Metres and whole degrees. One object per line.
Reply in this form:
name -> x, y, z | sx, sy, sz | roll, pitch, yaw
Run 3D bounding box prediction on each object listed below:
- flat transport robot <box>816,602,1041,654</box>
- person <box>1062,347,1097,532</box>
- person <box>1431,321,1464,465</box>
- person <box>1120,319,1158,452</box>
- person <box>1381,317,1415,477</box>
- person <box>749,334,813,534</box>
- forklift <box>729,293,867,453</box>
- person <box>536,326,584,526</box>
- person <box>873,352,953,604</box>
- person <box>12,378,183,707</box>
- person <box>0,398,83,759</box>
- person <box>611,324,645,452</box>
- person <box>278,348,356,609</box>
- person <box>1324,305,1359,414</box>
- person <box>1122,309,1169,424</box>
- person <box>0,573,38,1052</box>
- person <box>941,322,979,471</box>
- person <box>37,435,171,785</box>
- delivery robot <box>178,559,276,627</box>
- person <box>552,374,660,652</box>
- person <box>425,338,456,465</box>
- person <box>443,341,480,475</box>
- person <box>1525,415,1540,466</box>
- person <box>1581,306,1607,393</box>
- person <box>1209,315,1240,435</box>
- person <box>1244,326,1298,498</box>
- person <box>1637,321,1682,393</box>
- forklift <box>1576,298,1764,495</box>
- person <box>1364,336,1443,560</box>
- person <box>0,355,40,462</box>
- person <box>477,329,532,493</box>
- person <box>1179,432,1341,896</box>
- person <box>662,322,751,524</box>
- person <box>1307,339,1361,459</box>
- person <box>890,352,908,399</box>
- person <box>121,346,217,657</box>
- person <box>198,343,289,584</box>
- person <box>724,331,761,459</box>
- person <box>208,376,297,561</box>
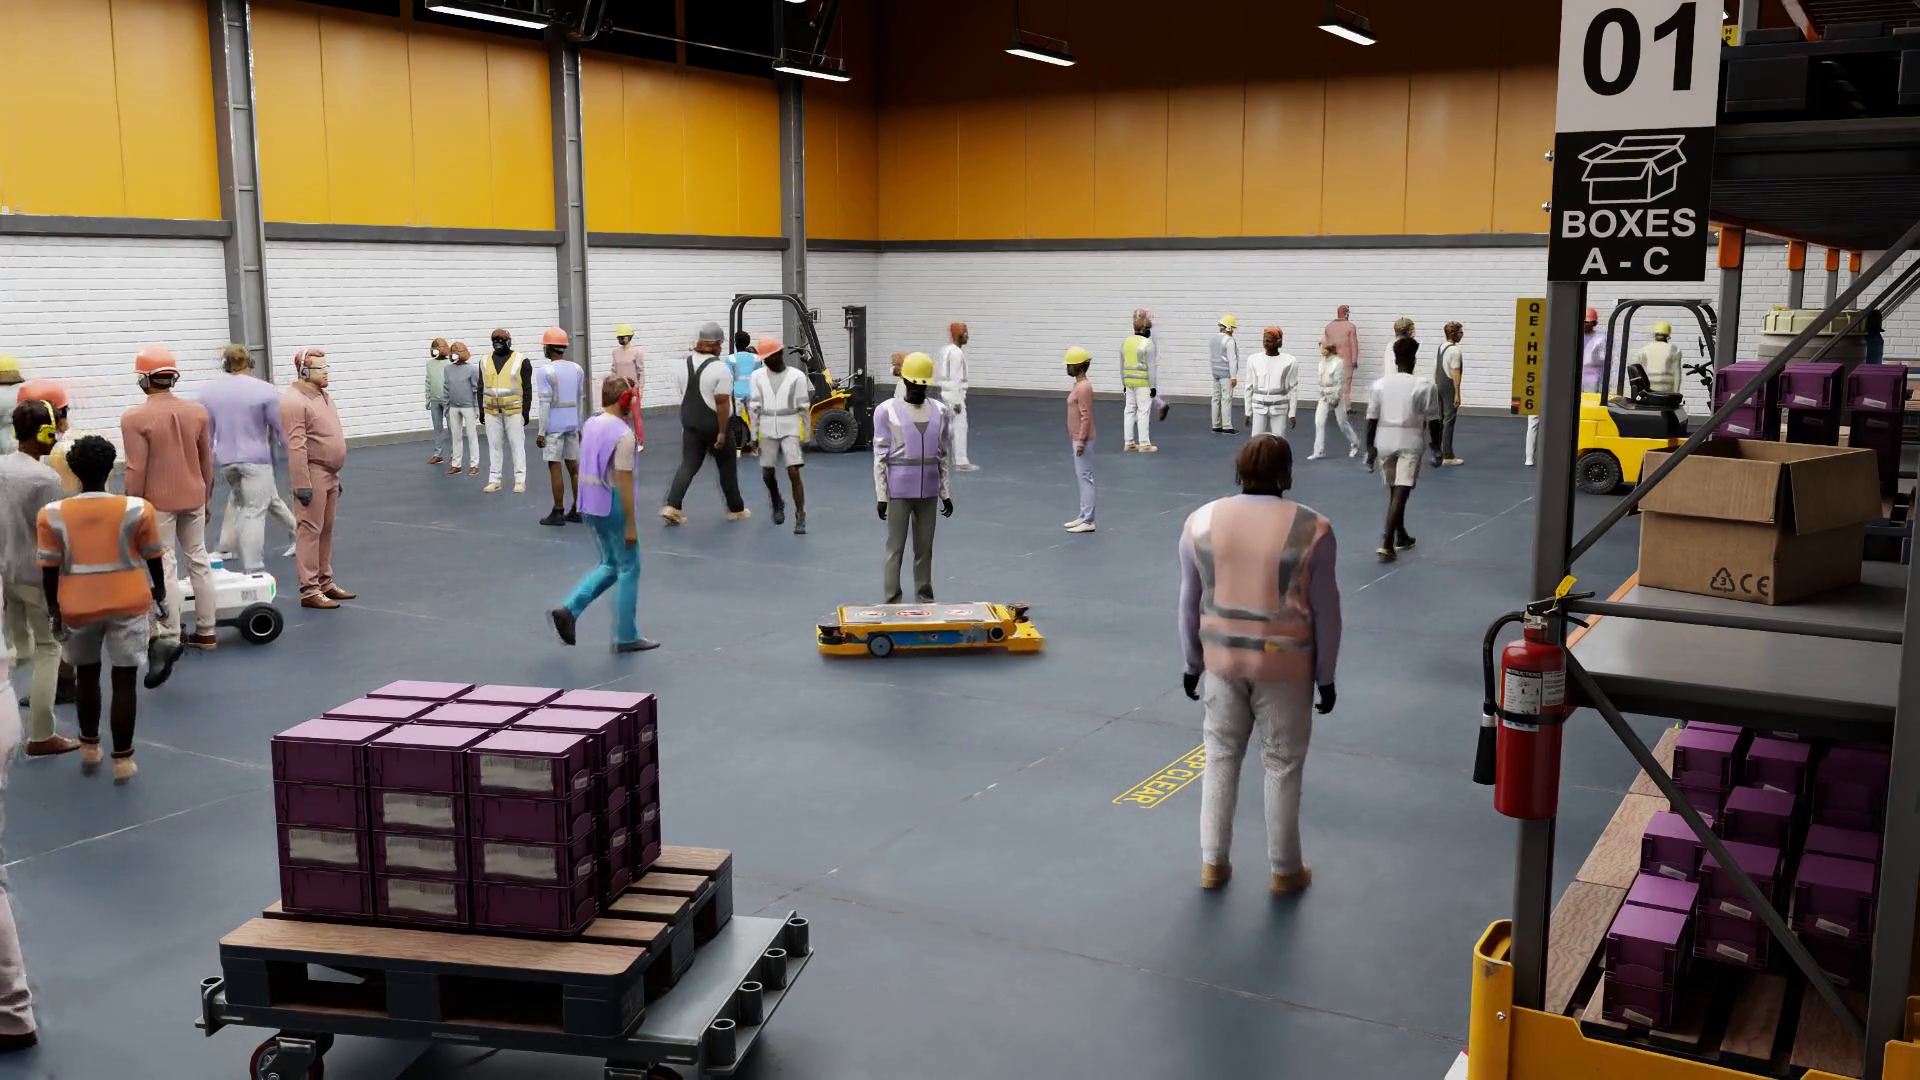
flat transport robot -> -0.223, 0.573, 10.950 | 1.431, 0.197, 0.652 | -1, 9, -6
person -> 1.133, -0.951, 15.823 | 0.329, 1.765, 0.527 | 0, 9, 1
person -> 6.283, -1.884, 21.390 | 0.344, 1.845, 0.506 | -2, 9, -14
person -> 2.490, -2.134, 22.973 | 0.429, 1.838, 0.633 | -7, 12, -38
person -> 5.260, -1.695, 19.917 | 0.370, 1.941, 0.627 | 0, 9, -2
person -> -1.685, -1.019, 15.851 | 0.609, 1.892, 0.661 | 1, 9, 9
forklift -> -2.458, -2.344, 23.176 | 2.313, 2.155, 1.214 | 0, 9, -2
person -> -3.916, -1.108, 16.241 | 0.342, 1.942, 0.552 | 6, 11, 34
person -> -0.313, -0.338, 11.516 | 0.585, 1.917, 0.381 | -5, 10, -29
person -> -4.936, 0.017, 9.425 | 0.788, 1.888, 0.582 | -3, 10, -18
person -> -4.707, 0.223, 8.248 | 0.578, 1.840, 0.626 | 4, 10, 23
person -> -4.573, -2.079, 22.854 | 0.528, 1.767, 0.329 | 4, 10, 26
person -> -4.736, -0.456, 12.287 | 0.407, 1.908, 0.641 | 0, 9, -1
person -> 6.720, -3.169, 29.221 | 0.410, 1.909, 0.643 | -9, 13, -44
person -> 3.006, -2.803, 26.991 | 0.656, 1.886, 0.645 | 5, 11, 31
person -> -3.269, 0.683, 5.313 | 0.611, 1.866, 0.652 | -2, 9, -12
person -> -0.138, -1.769, 20.611 | 0.687, 1.866, 0.585 | -1, 9, -8
person -> -4.146, 0.323, 8.118 | 0.542, 1.679, 0.606 | -3, 9, -16
delivery robot -> -4.937, 0.370, 11.042 | 0.707, 0.478, 0.477 | -6, 11, -30
person -> -2.279, -0.155, 10.672 | 0.586, 1.816, 0.590 | -7, 12, -38
person -> -6.670, -1.784, 21.426 | 0.497, 1.633, 0.283 | 3, 9, 16
person -> -6.071, -1.601, 20.276 | 0.498, 1.634, 0.284 | 3, 9, 16
person -> 7.429, -1.886, 21.148 | 0.595, 1.925, 0.375 | 4, 10, 25
person -> 8.613, -2.194, 22.786 | 0.619, 2.022, 0.624 | -8, 12, -39
person -> 4.052, -2.516, 25.403 | 0.403, 1.823, 0.587 | -4, 10, -26
person -> 3.401, -1.399, 18.239 | 0.573, 1.884, 0.359 | 3, 10, 19
person -> 9.531, -2.081, 22.732 | 0.597, 1.820, 0.536 | 7, 12, 38
forklift -> 7.954, -1.589, 18.462 | 2.313, 2.155, 1.214 | 5, 11, 30
person -> 3.806, -0.799, 14.417 | 0.602, 1.922, 1.015 | 8, 12, 40
person -> -8.887, -0.898, 15.685 | 0.488, 1.701, 0.888 | -8, 12, -42
person -> -5.119, -1.447, 18.675 | 0.625, 1.844, 0.429 | 1, 9, 4
person -> 1.181, 0.493, 6.570 | 0.630, 1.844, 0.430 | 5, 10, 28
person -> -2.504, -1.170, 16.325 | 0.693, 2.000, 1.019 | 6, 11, 33
person -> 4.992, -1.876, 22.100 | 0.816, 1.604, 0.510 | -6, 11, -33
person -> -0.639, -1.183, 17.667 | 0.361, 1.619, 0.532 | 0, 9, -2
person -> -5.074, -0.241, 10.665 | 0.381, 1.996, 0.608 | 5, 10, 29
person -> -5.534, -0.585, 13.054 | 0.707, 1.909, 0.667 | 1, 9, 8
person -> -2.882, -1.926, 22.102 | 0.540, 1.700, 0.316 | -5, 11, -30
person -> -6.056, -0.620, 14.267 | 0.870, 1.599, 0.527 | -2, 9, -14
